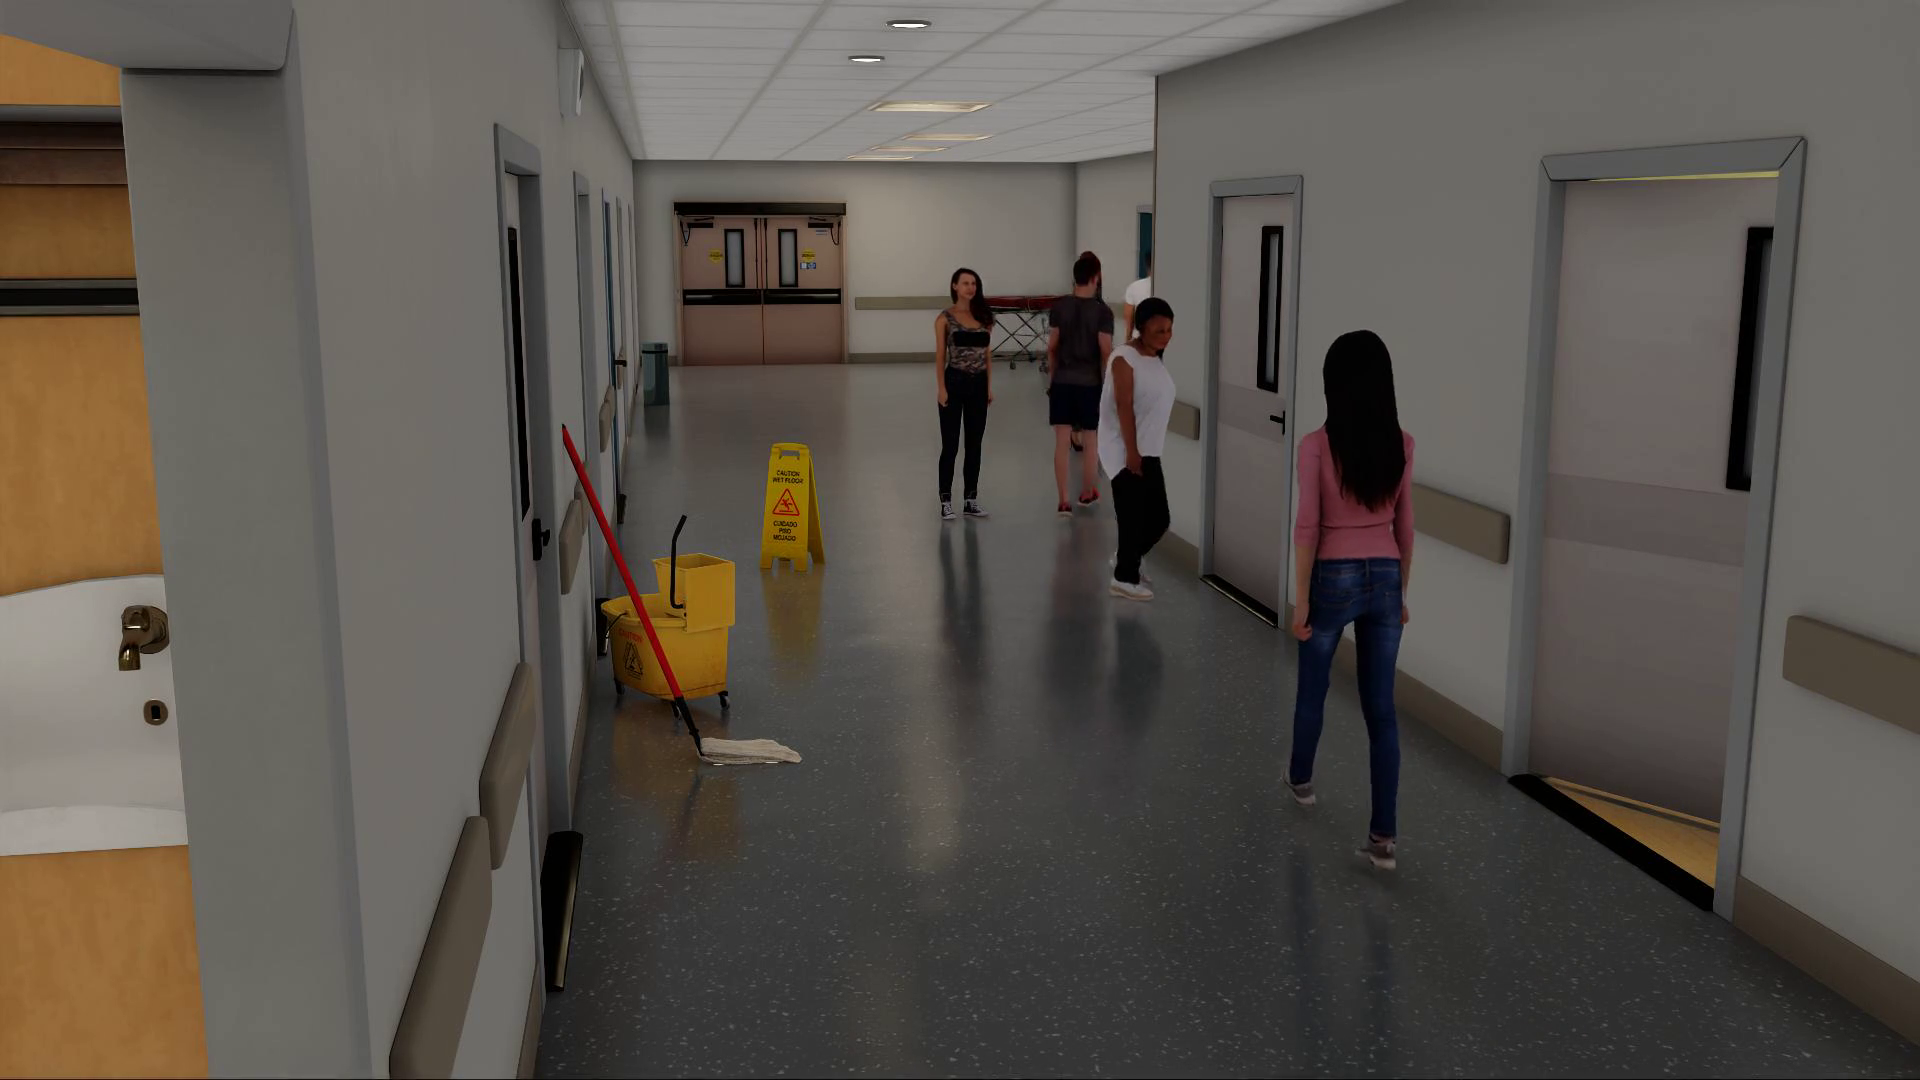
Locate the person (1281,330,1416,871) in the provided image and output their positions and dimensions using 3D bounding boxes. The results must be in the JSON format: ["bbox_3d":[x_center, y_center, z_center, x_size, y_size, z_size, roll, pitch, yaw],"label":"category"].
[{"bbox_3d":[1.301,0.218,5.383,0.661,1.694,1.144,-1,11,-5],"label":"person"}]

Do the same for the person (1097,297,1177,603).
[{"bbox_3d":[0.946,-0.509,9.268,0.854,1.675,0.789,7,13,33],"label":"person"}]

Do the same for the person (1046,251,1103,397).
[{"bbox_3d":[1.478,-2.273,18.425,0.975,1.725,1.213,-9,14,-39],"label":"person"}]

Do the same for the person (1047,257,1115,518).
[{"bbox_3d":[0.789,-1.021,11.622,0.963,1.803,1.254,2,11,13],"label":"person"}]

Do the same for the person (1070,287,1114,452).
[{"bbox_3d":[1.092,-1.600,15.090,0.864,1.646,1.024,-9,14,-39],"label":"person"}]

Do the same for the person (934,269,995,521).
[{"bbox_3d":[0.019,-1.038,11.805,0.666,1.768,0.628,-6,12,-27],"label":"person"}]
